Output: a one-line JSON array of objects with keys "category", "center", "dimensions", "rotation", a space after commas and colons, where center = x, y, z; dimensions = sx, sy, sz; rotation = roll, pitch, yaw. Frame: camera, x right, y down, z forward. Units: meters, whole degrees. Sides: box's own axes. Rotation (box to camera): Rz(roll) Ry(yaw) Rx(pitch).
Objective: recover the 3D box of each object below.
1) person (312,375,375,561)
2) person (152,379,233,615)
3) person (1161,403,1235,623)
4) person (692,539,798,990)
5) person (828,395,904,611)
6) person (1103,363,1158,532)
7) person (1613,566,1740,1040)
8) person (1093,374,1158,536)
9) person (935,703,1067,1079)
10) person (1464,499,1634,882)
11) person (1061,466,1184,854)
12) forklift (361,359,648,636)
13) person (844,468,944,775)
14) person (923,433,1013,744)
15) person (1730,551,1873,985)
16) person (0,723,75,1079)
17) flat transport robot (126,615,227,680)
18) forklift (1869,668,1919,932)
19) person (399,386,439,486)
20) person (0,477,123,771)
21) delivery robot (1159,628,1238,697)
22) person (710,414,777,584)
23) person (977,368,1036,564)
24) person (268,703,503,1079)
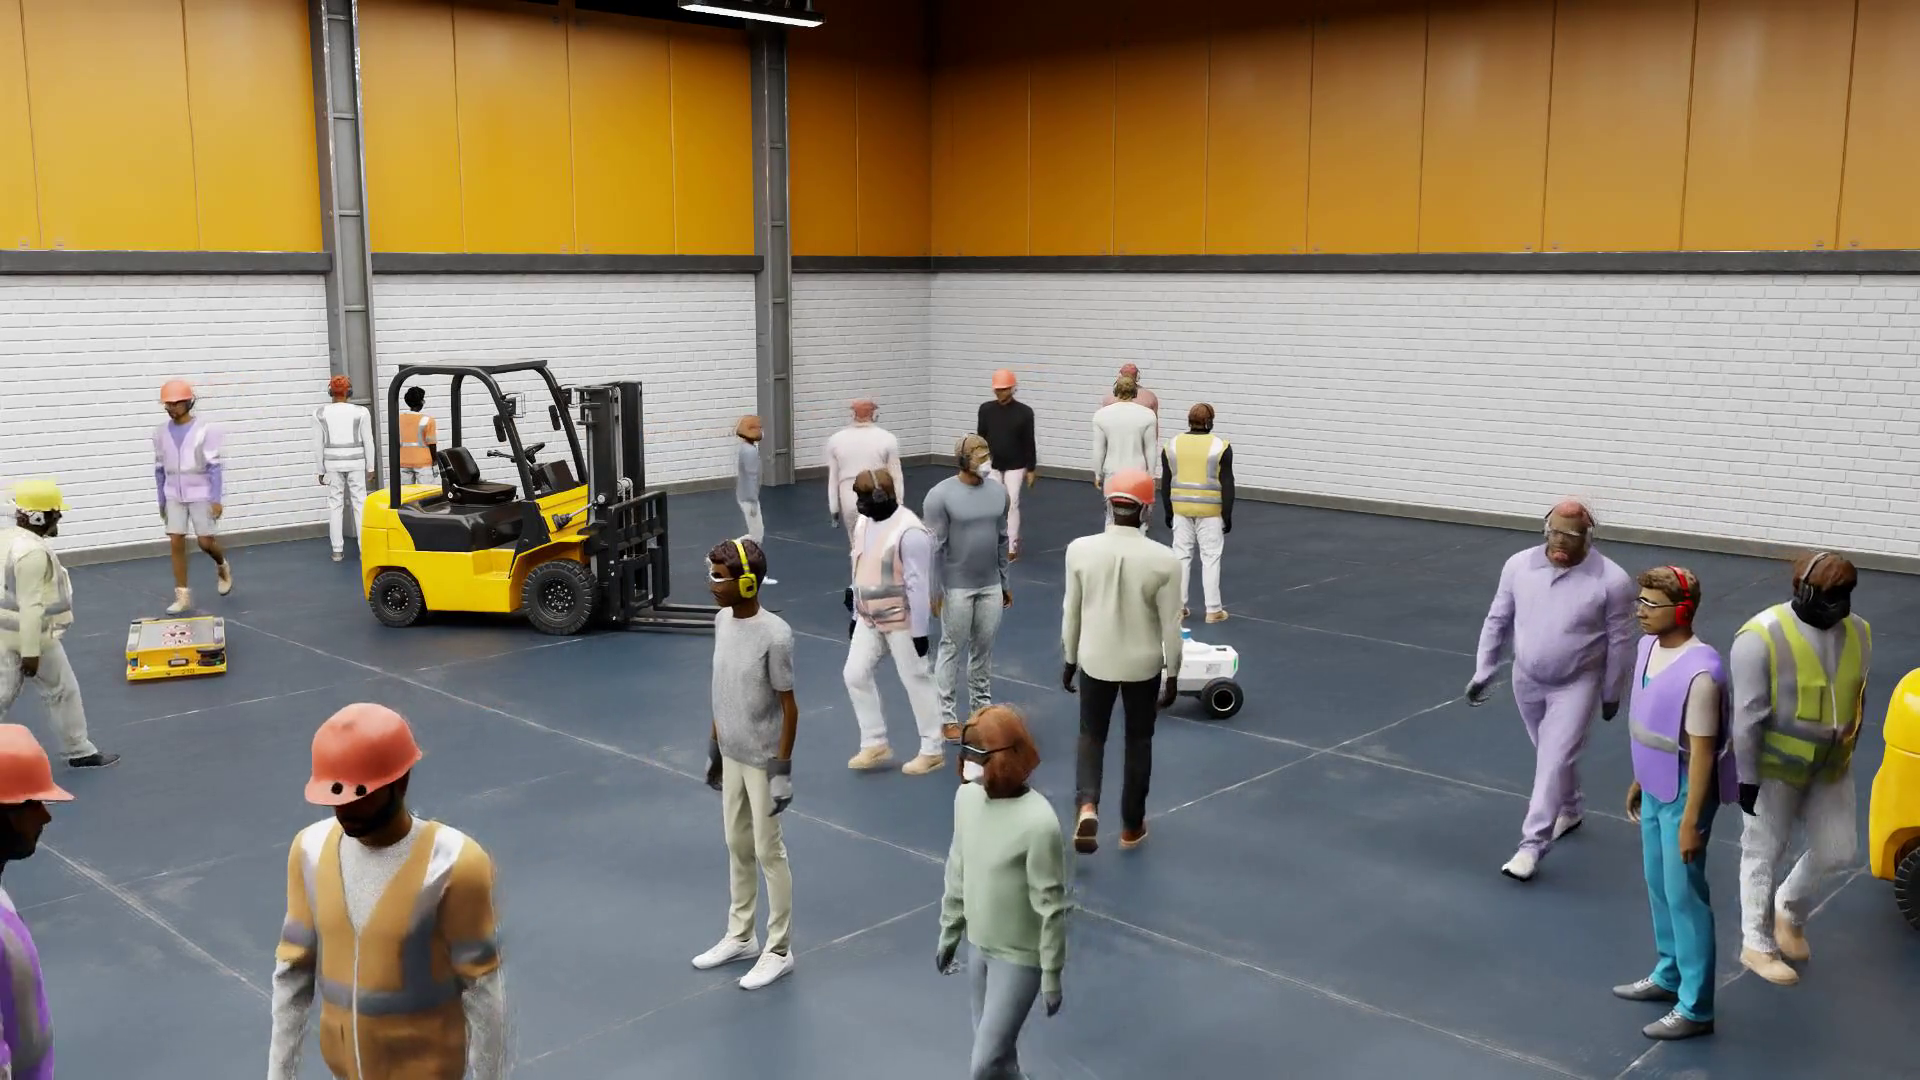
[{"category": "person", "center": [-6.217, -0.723, 16.833], "dimensions": [0.575, 1.883, 0.355], "rotation": [-2, 10, -13]}, {"category": "person", "center": [-6.653, -0.398, 14.421], "dimensions": [0.625, 2.021, 0.756], "rotation": [0, 9, 1]}, {"category": "person", "center": [1.997, -0.228, 13.920], "dimensions": [0.624, 1.844, 0.430], "rotation": [5, 10, 28]}, {"category": "person", "center": [-0.878, 0.912, 6.865], "dimensions": [0.332, 1.865, 0.520], "rotation": [-9, 13, -43]}, {"category": "person", "center": [-0.829, -0.300, 14.284], "dimensions": [0.677, 1.874, 0.810], "rotation": [3, 10, 18]}, {"category": "person", "center": [1.889, -1.026, 18.623], "dimensions": [0.651, 1.904, 0.401], "rotation": [-1, 9, -7]}, {"category": "person", "center": [2.771, 1.002, 6.438], "dimensions": [0.410, 1.831, 0.570], "rotation": [1, 9, 4]}, {"category": "person", "center": [1.591, -0.626, 16.064], "dimensions": [0.627, 1.941, 0.370], "rotation": [2, 9, 10]}, {"category": "person", "center": [0.110, 1.306, 5.195], "dimensions": [0.349, 1.620, 0.526], "rotation": [-6, 11, -31]}, {"category": "person", "center": [2.935, 0.702, 8.241], "dimensions": [0.666, 1.844, 1.060], "rotation": [9, 13, 44]}, {"category": "person", "center": [0.802, 0.620, 8.286], "dimensions": [0.634, 1.979, 0.672], "rotation": [3, 10, 15]}, {"category": "forklift", "center": [-3.850, -0.407, 13.936], "dimensions": [2.313, 2.155, 1.214], "rotation": [2, 9, 11]}, {"category": "person", "center": [-0.421, 0.481, 9.699], "dimensions": [0.641, 1.802, 0.651], "rotation": [-7, 12, -36]}, {"category": "person", "center": [0.065, 0.295, 10.416], "dimensions": [0.636, 1.939, 0.364], "rotation": [-7, 11, -35]}, {"category": "person", "center": [3.445, 0.933, 6.850], "dimensions": [0.642, 1.825, 0.438], "rotation": [-2, 9, -9]}, {"category": "person", "center": [-2.311, 1.383, 3.857], "dimensions": [0.590, 1.916, 0.550], "rotation": [-7, 11, -35]}, {"category": "flat transport robot", "center": [-5.884, 0.786, 12.505], "dimensions": [0.652, 0.197, 1.431], "rotation": [-4, 10, -24]}, {"category": "forklift", "center": [5.205, 0.723, 7.013], "dimensions": [2.313, 2.155, 1.214], "rotation": [9, 13, 43]}, {"category": "person", "center": [-5.868, -0.811, 17.969], "dimensions": [0.532, 1.691, 0.321], "rotation": [3, 10, 17]}, {"category": "person", "center": [-5.388, 0.528, 9.497], "dimensions": [0.913, 1.784, 0.652], "rotation": [-9, 13, -42]}, {"category": "delivery robot", "center": [1.477, 0.832, 11.070], "dimensions": [0.707, 0.478, 0.477], "rotation": [0, 9, -2]}, {"category": "person", "center": [-2.013, -0.363, 15.426], "dimensions": [0.547, 1.611, 0.517], "rotation": [-2, 9, -10]}, {"category": "person", "center": [0.469, -0.747, 16.697], "dimensions": [0.645, 1.970, 0.612], "rotation": [4, 10, 21]}, {"category": "person", "center": [-1.458, 1.330, 4.216], "dimensions": [0.559, 1.923, 0.612], "rotation": [3, 10, 16]}]
